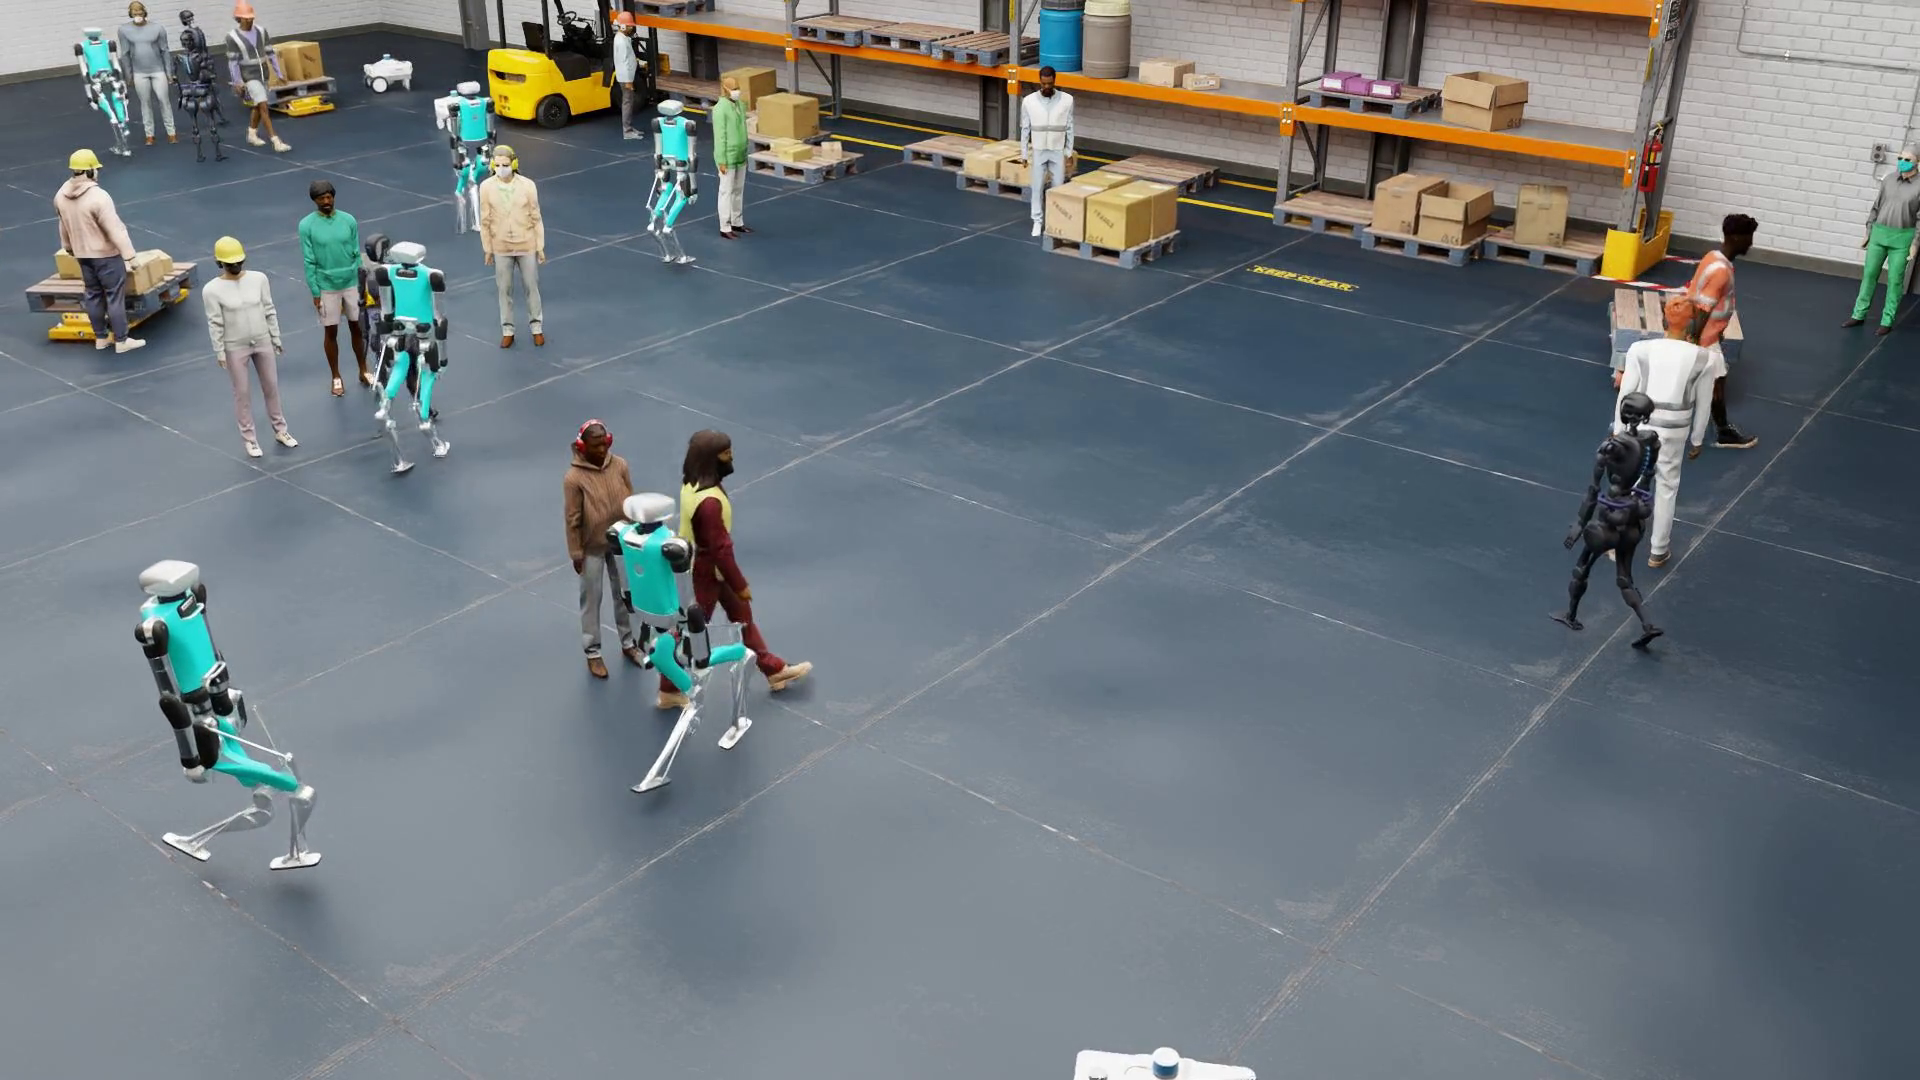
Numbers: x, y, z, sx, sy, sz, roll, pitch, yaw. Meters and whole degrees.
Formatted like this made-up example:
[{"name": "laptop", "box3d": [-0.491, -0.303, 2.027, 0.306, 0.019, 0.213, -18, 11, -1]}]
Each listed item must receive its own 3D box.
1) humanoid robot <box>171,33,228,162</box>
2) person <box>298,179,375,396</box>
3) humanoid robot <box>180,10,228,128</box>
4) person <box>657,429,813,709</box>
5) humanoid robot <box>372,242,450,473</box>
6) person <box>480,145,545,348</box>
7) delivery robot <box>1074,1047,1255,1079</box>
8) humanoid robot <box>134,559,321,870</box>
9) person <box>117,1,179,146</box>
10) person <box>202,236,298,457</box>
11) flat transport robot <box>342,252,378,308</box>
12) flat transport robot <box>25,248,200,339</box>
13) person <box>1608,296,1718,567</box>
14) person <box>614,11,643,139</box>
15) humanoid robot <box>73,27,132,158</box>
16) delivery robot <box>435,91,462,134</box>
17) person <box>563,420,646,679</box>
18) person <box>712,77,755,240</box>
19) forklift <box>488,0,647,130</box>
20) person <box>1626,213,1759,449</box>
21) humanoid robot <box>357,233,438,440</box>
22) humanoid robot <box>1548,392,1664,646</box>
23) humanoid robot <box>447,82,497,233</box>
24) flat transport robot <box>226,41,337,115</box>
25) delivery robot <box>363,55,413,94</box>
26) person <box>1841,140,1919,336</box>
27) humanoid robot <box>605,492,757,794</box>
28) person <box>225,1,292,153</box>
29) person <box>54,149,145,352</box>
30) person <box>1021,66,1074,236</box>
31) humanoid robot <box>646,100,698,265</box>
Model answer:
[{"name": "humanoid robot", "box3d": [-10.162, -5.900, 22.158, 0.599, 1.653, 0.315, -2, 26, -4]}, {"name": "person", "box3d": [-5.341, -2.175, 14.258, 0.500, 1.849, 0.394, -18, 31, -32]}, {"name": "humanoid robot", "box3d": [-10.996, -6.832, 24.104, 0.332, 1.647, 0.609, 3, 26, 6]}, {"name": "person", "box3d": [-1.360, 0.183, 9.522, 0.941, 1.717, 0.471, -3, 26, -5]}, {"name": "humanoid robot", "box3d": [-4.207, -1.315, 12.644, 0.574, 1.784, 0.885, 3, 26, 5]}, {"name": "person", "box3d": [-4.111, -2.708, 15.333, 0.566, 1.874, 0.391, -5, 26, -9]}, {"name": "delivery robot", "box3d": [0.829, 2.264, 6.562, 0.775, 0.603, 0.522, 4, 26, 8]}, {"name": "humanoid robot", "box3d": [-3.476, 0.910, 7.996, 1.039, 1.733, 0.556, 0, 26, 0]}, {"name": "person", "box3d": [-11.232, -6.466, 23.047, 0.629, 1.937, 0.373, -10, 28, -20]}, {"name": "person", "box3d": [-5.561, -1.516, 12.996, 0.332, 1.760, 0.528, 23, 34, 39]}, {"name": "flat transport robot", "box3d": [-6.256, -2.693, 17.147, 0.659, 0.231, 1.431, -12, 28, -23]}, {"name": "flat transport robot", "box3d": [-8.222, -2.269, 16.270, 0.659, 0.231, 1.431, 2, 26, 4]}, {"name": "person", "box3d": [4.707, -0.721, 11.209, 0.582, 1.881, 0.337, 11, 28, 21]}, {"name": "person", "box3d": [-4.672, -6.543, 23.427, 0.352, 1.742, 0.572, -5, 26, -11]}, {"name": "humanoid robot", "box3d": [-11.242, -5.869, 22.068, 0.532, 1.738, 1.018, -21, 33, -37]}, {"name": "delivery robot", "box3d": [-7.264, -6.172, 24.032, 0.499, 0.601, 0.798, -23, 34, -39]}, {"name": "person", "box3d": [-2.129, 0.035, 9.916, 0.453, 1.642, 0.317, -19, 32, -34]}, {"name": "person", "box3d": [-2.565, -4.308, 18.751, 0.384, 1.781, 0.551, 12, 28, 23]}, {"name": "forklift", "box3d": [-5.874, -7.334, 24.552, 1.214, 2.155, 2.313, 19, 32, 34]}, {"name": "person", "box3d": [5.857, -1.660, 13.140, 1.067, 1.901, 0.606, 5, 26, 10]}, {"name": "humanoid robot", "box3d": [-4.558, -1.643, 13.389, 0.603, 1.647, 0.609, 8, 27, 17]}, {"name": "humanoid robot", "box3d": [4.078, -0.120, 10.241, 0.583, 1.639, 0.728, -14, 29, -27]}, {"name": "humanoid robot", "box3d": [-5.553, -4.283, 18.840, 0.531, 1.842, 0.772, -18, 31, -33]}, {"name": "flat transport robot", "box3d": [-10.318, -6.723, 25.493, 1.431, 0.231, 0.659, 18, 31, 33]}, {"name": "delivery robot", "box3d": [-9.222, -7.488, 26.771, 0.784, 0.613, 0.519, -15, 30, -29]}, {"name": "person", "box3d": [8.785, -2.852, 15.669, 0.328, 1.839, 0.526, -18, 31, -32]}, {"name": "humanoid robot", "box3d": [-1.435, 0.487, 8.913, 0.555, 1.740, 1.071, 16, 30, 30]}, {"name": "person", "box3d": [-9.612, -6.331, 22.709, 1.043, 1.995, 0.623, 15, 30, 29]}, {"name": "person", "box3d": [-7.872, -2.618, 15.174, 0.817, 1.854, 0.434, 9, 27, 18]}, {"name": "person", "box3d": [0.985, -4.386, 18.777, 0.596, 1.907, 0.410, -1, 26, -2]}, {"name": "humanoid robot", "box3d": [-3.076, -3.700, 17.391, 0.533, 1.677, 0.735, 12, 28, 23]}]
